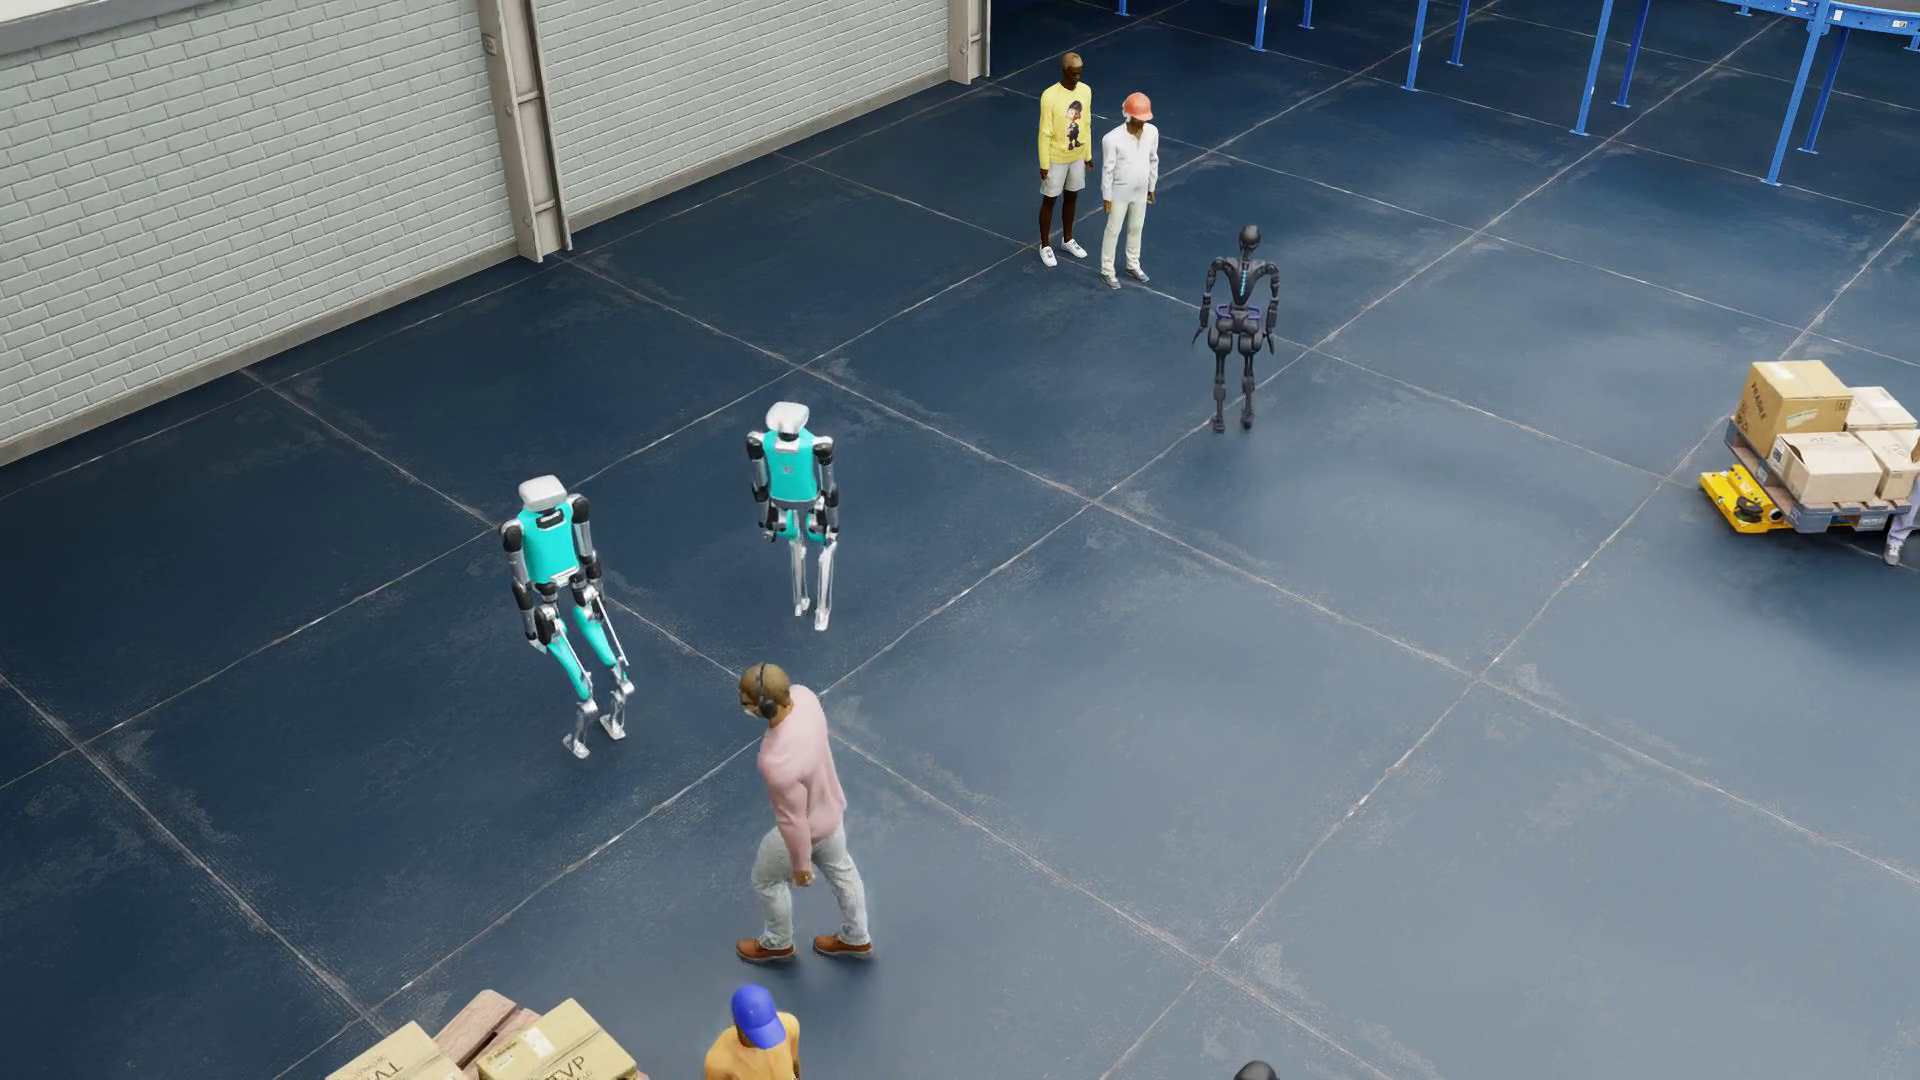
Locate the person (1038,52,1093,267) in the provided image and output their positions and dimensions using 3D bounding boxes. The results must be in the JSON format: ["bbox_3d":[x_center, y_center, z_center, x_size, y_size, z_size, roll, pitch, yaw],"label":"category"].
[{"bbox_3d":[0.929,-3.381,14.730,0.543,1.901,0.376,-19,40,-25],"label":"person"}]

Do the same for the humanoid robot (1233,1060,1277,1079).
[{"bbox_3d":[1.156,2.565,6.628,0.596,1.645,0.768,17,39,22],"label":"humanoid robot"}]

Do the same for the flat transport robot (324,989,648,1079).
[{"bbox_3d":[-2.091,2.820,7.427,1.431,0.231,0.659,19,40,25],"label":"flat transport robot"}]

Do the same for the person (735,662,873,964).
[{"bbox_3d":[-0.818,1.347,8.099,0.818,1.890,0.658,8,36,11],"label":"person"}]

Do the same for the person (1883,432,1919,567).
[{"bbox_3d":[6.569,-0.631,10.917,0.568,1.840,0.373,6,36,8],"label":"person"}]

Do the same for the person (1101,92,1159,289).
[{"bbox_3d":[1.474,-3.018,14.353,0.561,1.743,0.349,-19,39,-24],"label":"person"}]

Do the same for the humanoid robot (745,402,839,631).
[{"bbox_3d":[-0.976,-0.198,10.406,0.533,1.777,0.763,4,36,6],"label":"humanoid robot"}]

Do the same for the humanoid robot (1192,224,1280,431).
[{"bbox_3d":[2.056,-1.602,12.421,0.615,1.656,0.409,4,36,5],"label":"humanoid robot"}]

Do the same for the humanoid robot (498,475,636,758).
[{"bbox_3d":[-2.139,0.511,9.404,0.530,1.782,0.702,-27,44,-33],"label":"humanoid robot"}]

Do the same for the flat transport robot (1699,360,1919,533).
[{"bbox_3d":[6.115,-0.329,11.849,1.431,0.231,0.659,-2,36,-3],"label":"flat transport robot"}]

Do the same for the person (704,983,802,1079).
[{"bbox_3d":[-0.859,2.342,6.869,0.444,1.691,0.710,-22,41,-28],"label":"person"}]
